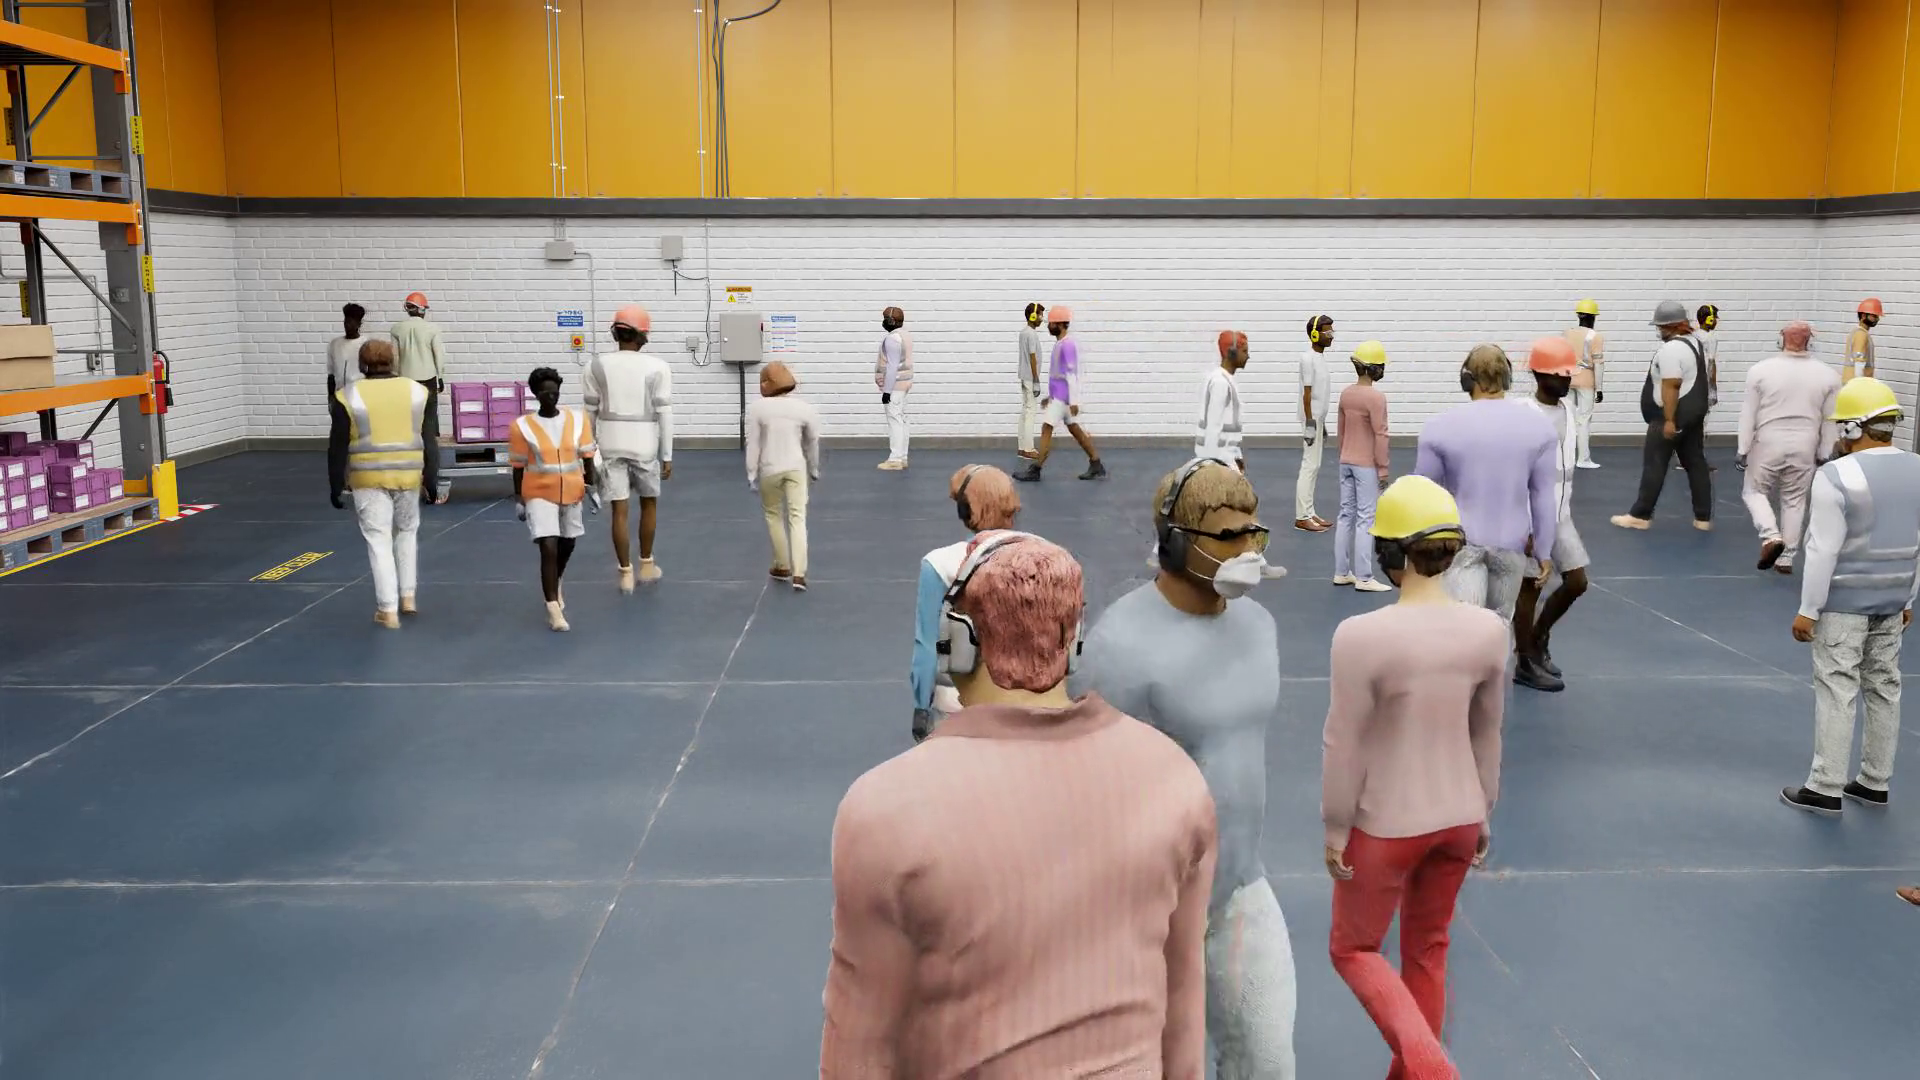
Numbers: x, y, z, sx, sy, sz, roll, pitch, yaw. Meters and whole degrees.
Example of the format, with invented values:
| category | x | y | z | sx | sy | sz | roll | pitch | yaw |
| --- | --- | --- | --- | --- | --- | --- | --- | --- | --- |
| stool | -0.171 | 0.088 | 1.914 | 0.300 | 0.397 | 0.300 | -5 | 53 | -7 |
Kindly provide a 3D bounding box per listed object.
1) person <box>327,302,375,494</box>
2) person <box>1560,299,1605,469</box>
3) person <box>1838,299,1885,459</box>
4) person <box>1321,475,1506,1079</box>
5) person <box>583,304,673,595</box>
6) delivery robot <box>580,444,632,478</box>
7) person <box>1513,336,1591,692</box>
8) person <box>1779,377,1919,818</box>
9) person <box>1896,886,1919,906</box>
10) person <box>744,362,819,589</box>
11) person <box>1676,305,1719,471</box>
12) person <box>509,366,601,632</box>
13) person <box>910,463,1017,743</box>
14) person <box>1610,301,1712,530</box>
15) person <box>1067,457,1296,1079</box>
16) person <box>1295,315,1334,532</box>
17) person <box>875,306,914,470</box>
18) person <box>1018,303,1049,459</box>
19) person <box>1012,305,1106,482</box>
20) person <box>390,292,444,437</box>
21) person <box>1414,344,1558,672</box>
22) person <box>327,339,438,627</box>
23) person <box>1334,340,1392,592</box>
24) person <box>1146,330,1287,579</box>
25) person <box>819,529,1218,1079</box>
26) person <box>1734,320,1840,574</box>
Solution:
| category | x | y | z | sx | sy | sz | roll | pitch | yaw |
| --- | --- | --- | --- | --- | --- | --- | --- | --- | --- |
| person | -6.116 | -1.448 | 16.917 | 0.611 | 1.937 | 0.661 | 2 | 9 | 12 |
| person | 7.075 | -1.772 | 18.930 | 0.374 | 1.923 | 0.595 | -6 | 11 | -31 |
| person | 10.252 | -1.775 | 18.937 | 0.384 | 1.930 | 0.547 | 4 | 10 | 24 |
| person | 1.174 | 0.722 | 4.175 | 0.523 | 1.757 | 0.552 | -4 | 10 | -21 |
| person | -2.332 | -0.641 | 11.710 | 0.646 | 2.021 | 0.649 | -1 | 9 | -5 |
| delivery robot | -3.623 | -0.847 | 17.162 | 0.707 | 0.478 | 0.477 | -2 | 9 | -13 |
| person | 3.114 | -0.126 | 8.864 | 0.559 | 1.915 | 0.411 | -6 | 11 | -31 |
| person | 3.712 | 0.240 | 6.896 | 0.587 | 1.828 | 0.404 | -3 | 10 | -17 |
| person | 3.601 | 0.556 | 5.599 | 0.496 | 1.611 | 0.675 | -3 | 10 | -18 |
| person | -1.257 | -0.457 | 11.824 | 0.557 | 1.602 | 0.674 | -2 | 9 | -12 |
| person | 8.317 | -1.704 | 18.699 | 0.310 | 1.864 | 0.534 | -3 | 10 | -16 |
| person | -2.627 | -0.295 | 10.683 | 0.535 | 1.662 | 0.833 | -6 | 11 | -31 |
| person | 0.104 | 0.553 | 5.600 | 0.523 | 1.616 | 0.658 | -6 | 11 | -34 |
| person | 6.220 | -1.102 | 14.472 | 0.724 | 2.000 | 0.679 | -8 | 12 | -41 |
| person | 0.431 | 0.753 | 3.573 | 0.638 | 1.900 | 1.023 | -8 | 12 | -41 |
| person | 3.099 | -1.014 | 14.454 | 0.321 | 1.871 | 0.532 | 4 | 10 | 23 |
| person | -0.753 | -1.716 | 18.845 | 0.429 | 1.844 | 0.623 | 2 | 10 | 14 |
| person | 0.863 | -1.897 | 19.888 | 0.323 | 1.865 | 0.517 | -2 | 10 | -13 |
| person | 1.111 | -1.554 | 17.742 | 1.015 | 1.892 | 0.551 | 0 | 9 | -1 |
| person | -6.425 | -1.937 | 19.751 | 0.612 | 1.987 | 0.401 | 0 | 9 | -2 |
| person | 2.463 | 0.022 | 7.973 | 0.657 | 1.907 | 0.825 | 1 | 9 | 4 |
| person | -3.717 | -0.376 | 10.668 | 0.655 | 1.818 | 0.650 | -6 | 11 | -34 |
| person | 2.857 | -0.519 | 11.737 | 0.311 | 1.768 | 0.532 | -4 | 10 | -21 |
| person | 1.860 | -0.626 | 12.228 | 1.010 | 1.830 | 0.568 | 1 | 9 | 4 |
| person | 0.127 | 0.935 | 2.495 | 0.643 | 1.880 | 0.726 | -5 | 11 | -30 |
| person | 6.094 | -0.673 | 12.293 | 0.677 | 1.891 | 0.471 | 1 | 9 | 9 |
